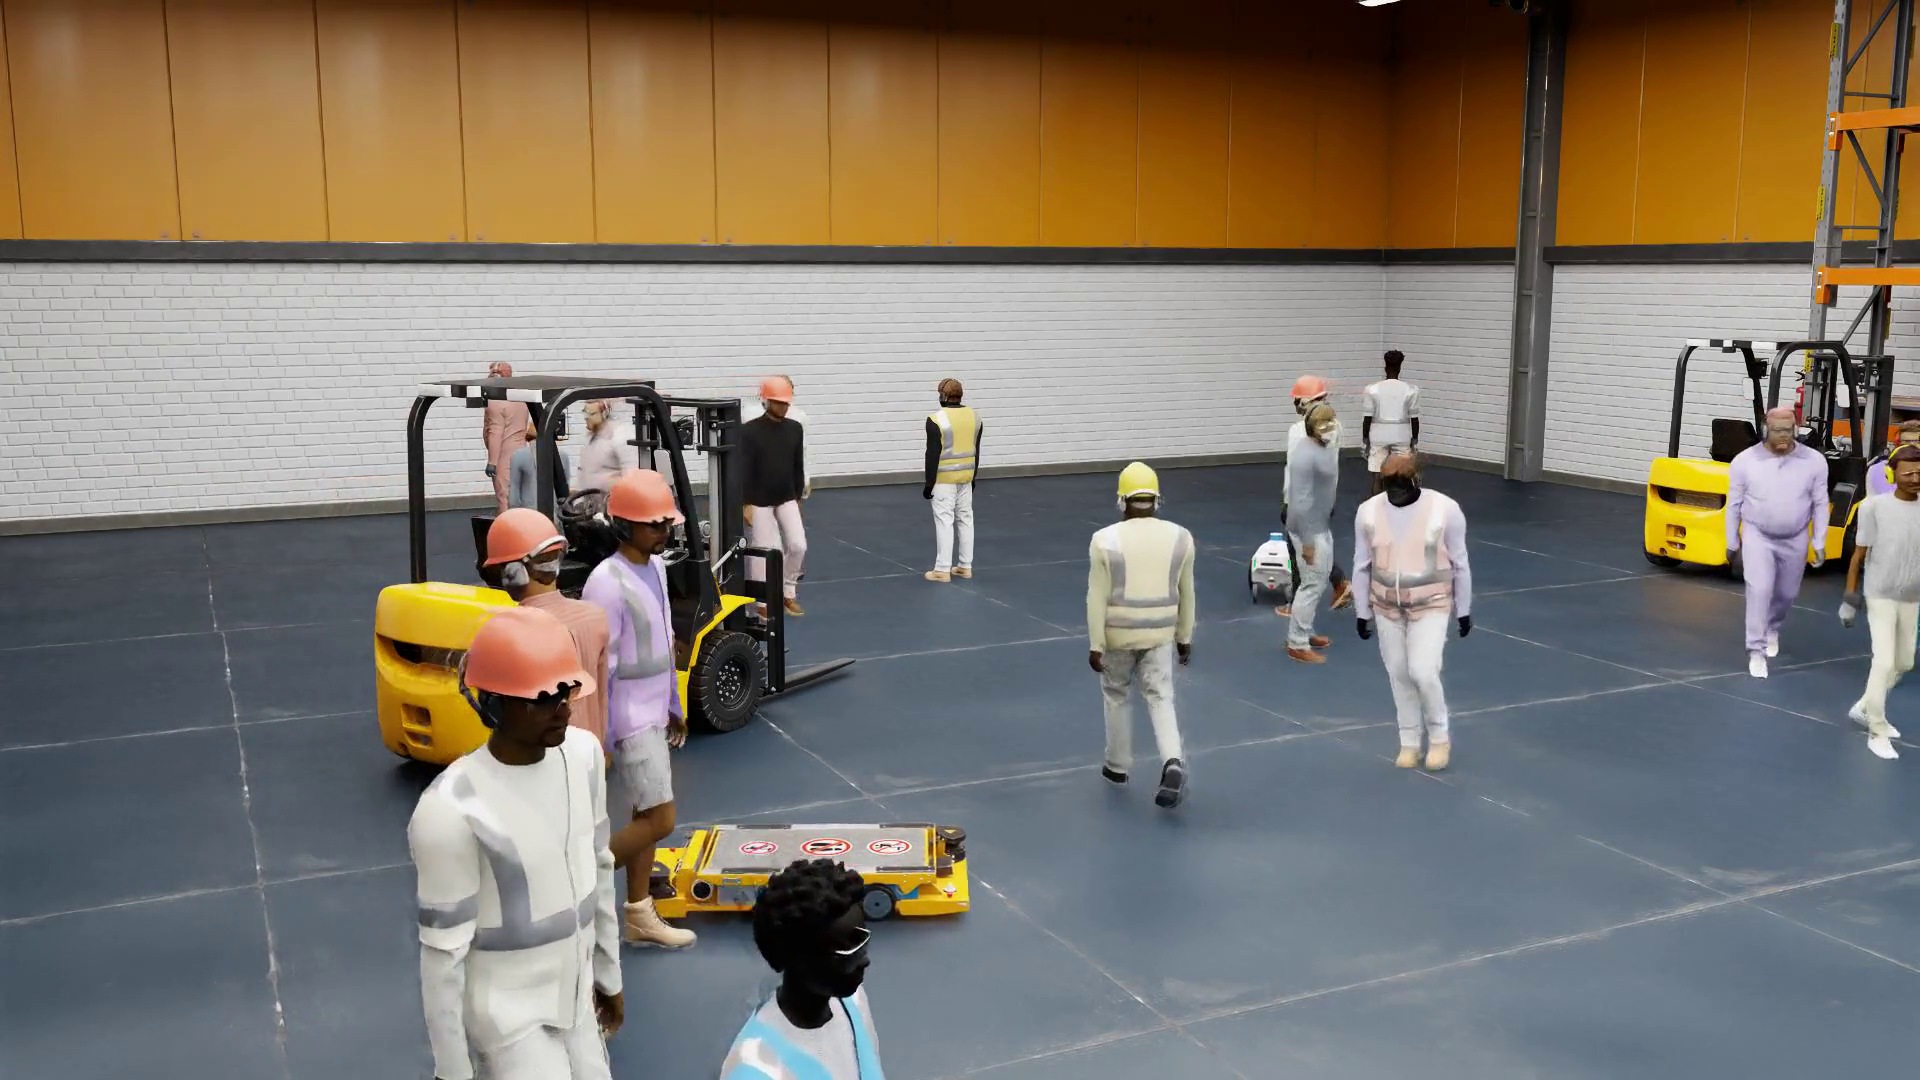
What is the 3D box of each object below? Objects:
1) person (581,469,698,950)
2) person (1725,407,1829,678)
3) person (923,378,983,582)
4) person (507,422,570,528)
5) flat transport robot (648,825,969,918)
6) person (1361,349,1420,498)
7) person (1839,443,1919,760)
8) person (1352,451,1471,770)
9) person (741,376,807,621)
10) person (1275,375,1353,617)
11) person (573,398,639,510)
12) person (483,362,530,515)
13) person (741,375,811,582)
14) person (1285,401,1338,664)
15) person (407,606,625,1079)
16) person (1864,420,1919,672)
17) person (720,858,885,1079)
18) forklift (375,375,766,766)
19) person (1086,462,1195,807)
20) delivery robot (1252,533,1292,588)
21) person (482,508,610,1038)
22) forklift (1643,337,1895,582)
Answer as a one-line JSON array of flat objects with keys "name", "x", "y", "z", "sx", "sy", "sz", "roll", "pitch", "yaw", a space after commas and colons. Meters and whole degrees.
[{"name": "person", "x": -1.324, "y": 0.711, "z": 6.736, "sx": 0.504, "sy": 2.022, "sz": 0.616, "roll": 1, "pitch": 9, "yaw": 4}, {"name": "person", "x": 5.749, "y": -0.020, "z": 11.753, "sx": 0.640, "sy": 1.872, "sz": 0.901, "roll": 2, "pitch": 9, "yaw": 15}, {"name": "person", "x": -0.092, "y": -0.544, "z": 15.077, "sx": 0.627, "sy": 1.844, "sz": 0.429, "roll": -8, "pitch": 12, "yaw": -42}, {"name": "person", "x": -3.499, "y": -0.232, "z": 13.850, "sx": 0.535, "sy": 1.603, "sz": 0.419, "roll": -4, "pitch": 10, "yaw": -23}, {"name": "flat transport robot", "x": -0.682, "y": 1.469, "z": 7.447, "sx": 1.431, "sy": 0.197, "sz": 0.652, "roll": 0, "pitch": 9, "yaw": -1}, {"name": "person", "x": 4.641, "y": -1.069, "z": 17.949, "sx": 0.612, "sy": 1.963, "sz": 0.361, "roll": 2, "pitch": 9, "yaw": 10}, {"name": "person", "x": 5.429, "y": 0.326, "z": 9.740, "sx": 0.541, "sy": 1.835, "sz": 0.666, "roll": 0, "pitch": 9, "yaw": -1}, {"name": "person", "x": 2.507, "y": 0.400, "z": 9.334, "sx": 0.656, "sy": 1.810, "sz": 0.461, "roll": 7, "pitch": 11, "yaw": 36}, {"name": "person", "x": -1.495, "y": -0.318, "z": 13.278, "sx": 0.642, "sy": 1.976, "sz": 0.475, "roll": -6, "pitch": 11, "yaw": -34}, {"name": "person", "x": 2.852, "y": -0.334, "z": 13.373, "sx": 0.545, "sy": 1.980, "sz": 0.620, "roll": 8, "pitch": 12, "yaw": 41}, {"name": "person", "x": -2.799, "y": -0.299, "z": 13.630, "sx": 0.924, "sy": 1.838, "sz": 0.677, "roll": -6, "pitch": 11, "yaw": -34}, {"name": "person", "x": -4.565, "y": -0.833, "z": 16.676, "sx": 0.411, "sy": 1.907, "sz": 0.643, "roll": 2, "pitch": 9, "yaw": 14}, {"name": "person", "x": -1.626, "y": -0.530, "z": 14.842, "sx": 0.644, "sy": 1.876, "sz": 1.055, "roll": -6, "pitch": 11, "yaw": -34}, {"name": "person", "x": 2.527, "y": -0.056, "z": 11.902, "sx": 0.386, "sy": 1.895, "sz": 0.780, "roll": 4, "pitch": 10, "yaw": 23}, {"name": "person", "x": -1.134, "y": 1.129, "z": 4.153, "sx": 0.771, "sy": 2.015, "sz": 0.612, "roll": 4, "pitch": 10, "yaw": 23}, {"name": "person", "x": 6.502, "y": 0.073, "z": 11.396, "sx": 0.593, "sy": 1.797, "sz": 0.963, "roll": 5, "pitch": 10, "yaw": 27}, {"name": "person", "x": -0.197, "y": 1.443, "z": 3.242, "sx": 0.733, "sy": 1.670, "sz": 0.552, "roll": 4, "pitch": 10, "yaw": 22}, {"name": "forklift", "x": -2.268, "y": 0.149, "z": 9.685, "sx": 1.214, "sy": 2.155, "sz": 2.313, "roll": 6, "pitch": 11, "yaw": 32}, {"name": "person", "x": 0.961, "y": 0.492, "z": 8.763, "sx": 0.602, "sy": 1.805, "sz": 0.792, "roll": -2, "pitch": 9, "yaw": -12}, {"name": "delivery robot", "x": 2.710, "y": 0.182, "z": 14.262, "sx": 0.477, "sy": 0.478, "sz": 0.707, "roll": 3, "pitch": 10, "yaw": 16}, {"name": "person", "x": -1.463, "y": 0.873, "z": 5.842, "sx": 0.392, "sy": 1.986, "sz": 0.610, "roll": 4, "pitch": 10, "yaw": 23}, {"name": "forklift", "x": 7.551, "y": -0.789, "z": 15.507, "sx": 2.313, "sy": 2.155, "sz": 1.214, "roll": -4, "pitch": 10, "yaw": -25}]
